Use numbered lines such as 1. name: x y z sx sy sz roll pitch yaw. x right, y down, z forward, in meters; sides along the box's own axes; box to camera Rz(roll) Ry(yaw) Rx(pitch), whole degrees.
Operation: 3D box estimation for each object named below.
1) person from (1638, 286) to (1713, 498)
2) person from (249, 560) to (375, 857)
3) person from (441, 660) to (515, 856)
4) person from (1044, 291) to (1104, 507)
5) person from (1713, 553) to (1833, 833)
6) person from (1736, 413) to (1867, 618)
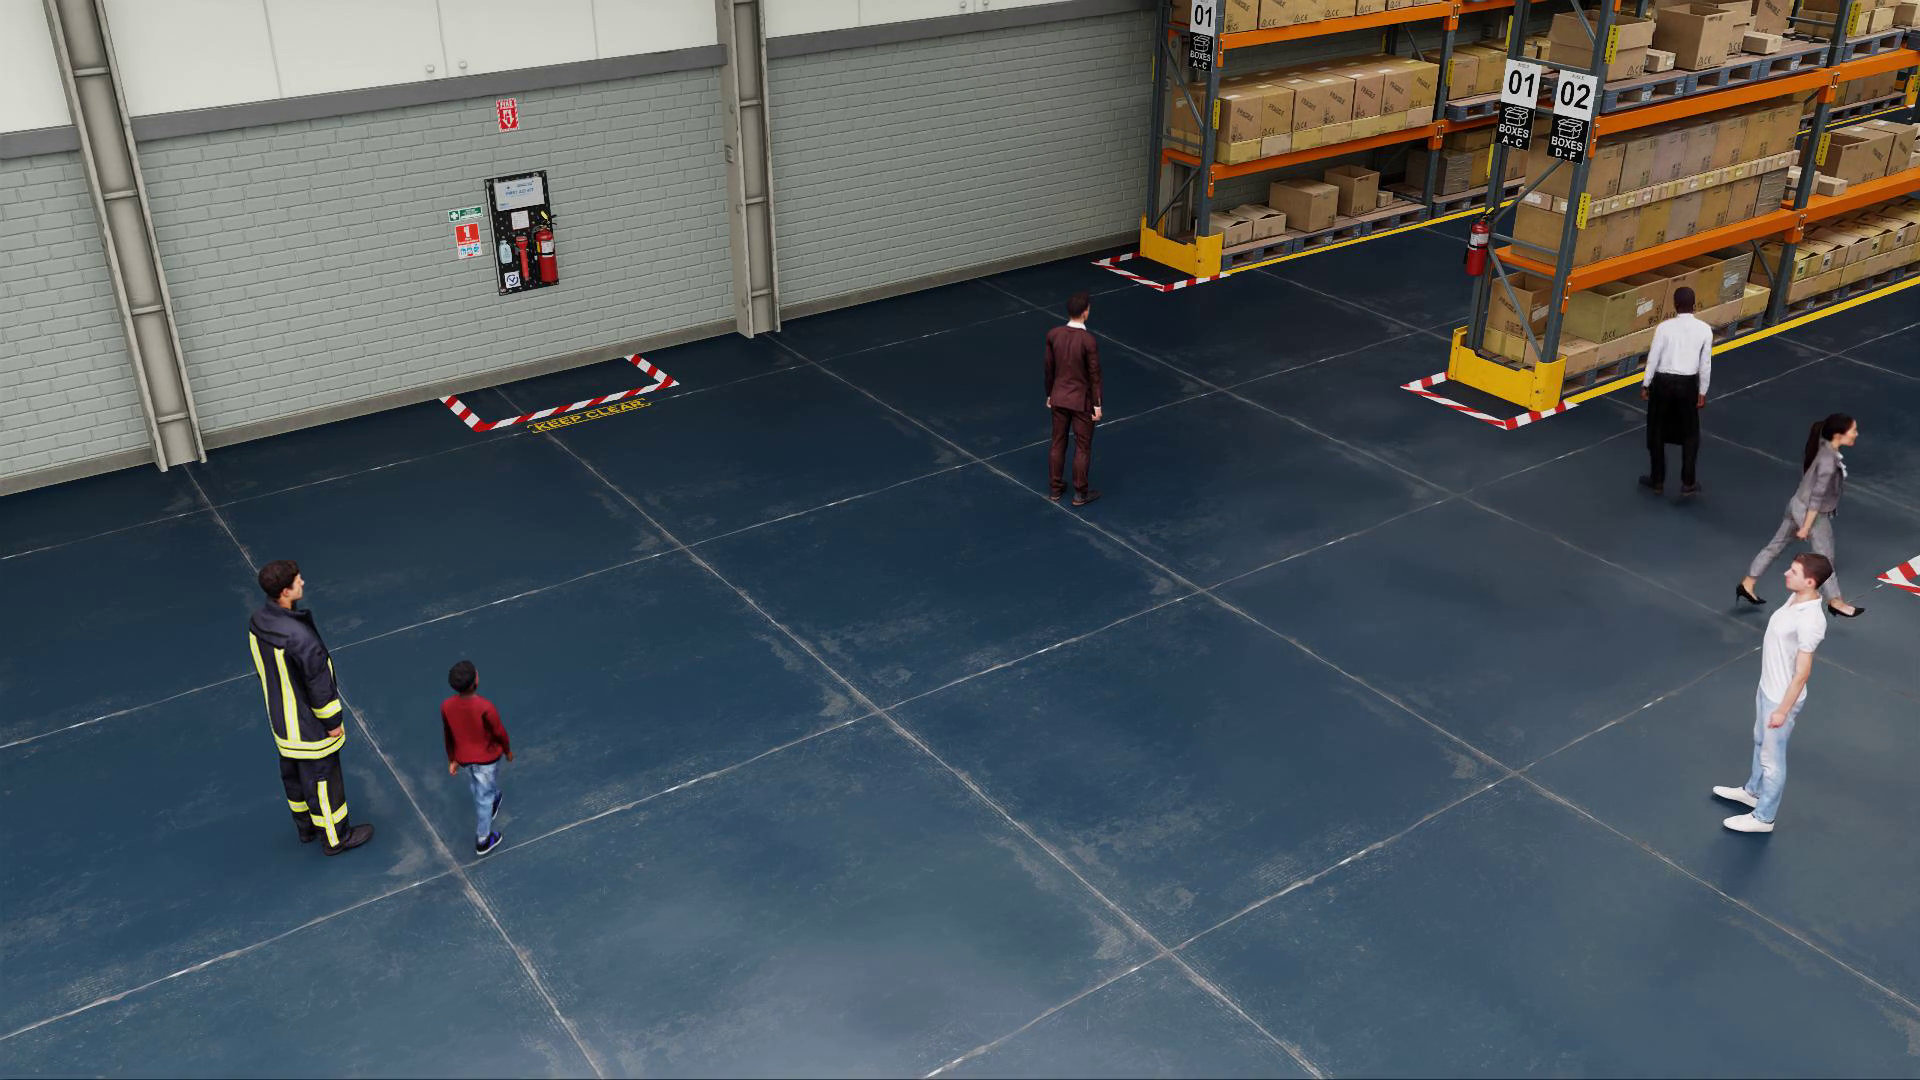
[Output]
1. person: 6.127 -1.240 14.240 0.931 1.797 0.977 11 29 21
2. person: -3.876 0.980 9.787 0.864 1.927 0.786 20 33 33
3. person: -2.896 1.317 9.886 0.755 1.236 0.832 7 28 13
4. person: 0.959 -1.199 14.087 0.766 1.864 0.726 16 31 29
5. person: 4.950 0.908 10.009 0.781 1.851 0.697 7 28 14
6. person: 6.201 -0.168 12.353 1.134 1.619 1.119 7 28 12
